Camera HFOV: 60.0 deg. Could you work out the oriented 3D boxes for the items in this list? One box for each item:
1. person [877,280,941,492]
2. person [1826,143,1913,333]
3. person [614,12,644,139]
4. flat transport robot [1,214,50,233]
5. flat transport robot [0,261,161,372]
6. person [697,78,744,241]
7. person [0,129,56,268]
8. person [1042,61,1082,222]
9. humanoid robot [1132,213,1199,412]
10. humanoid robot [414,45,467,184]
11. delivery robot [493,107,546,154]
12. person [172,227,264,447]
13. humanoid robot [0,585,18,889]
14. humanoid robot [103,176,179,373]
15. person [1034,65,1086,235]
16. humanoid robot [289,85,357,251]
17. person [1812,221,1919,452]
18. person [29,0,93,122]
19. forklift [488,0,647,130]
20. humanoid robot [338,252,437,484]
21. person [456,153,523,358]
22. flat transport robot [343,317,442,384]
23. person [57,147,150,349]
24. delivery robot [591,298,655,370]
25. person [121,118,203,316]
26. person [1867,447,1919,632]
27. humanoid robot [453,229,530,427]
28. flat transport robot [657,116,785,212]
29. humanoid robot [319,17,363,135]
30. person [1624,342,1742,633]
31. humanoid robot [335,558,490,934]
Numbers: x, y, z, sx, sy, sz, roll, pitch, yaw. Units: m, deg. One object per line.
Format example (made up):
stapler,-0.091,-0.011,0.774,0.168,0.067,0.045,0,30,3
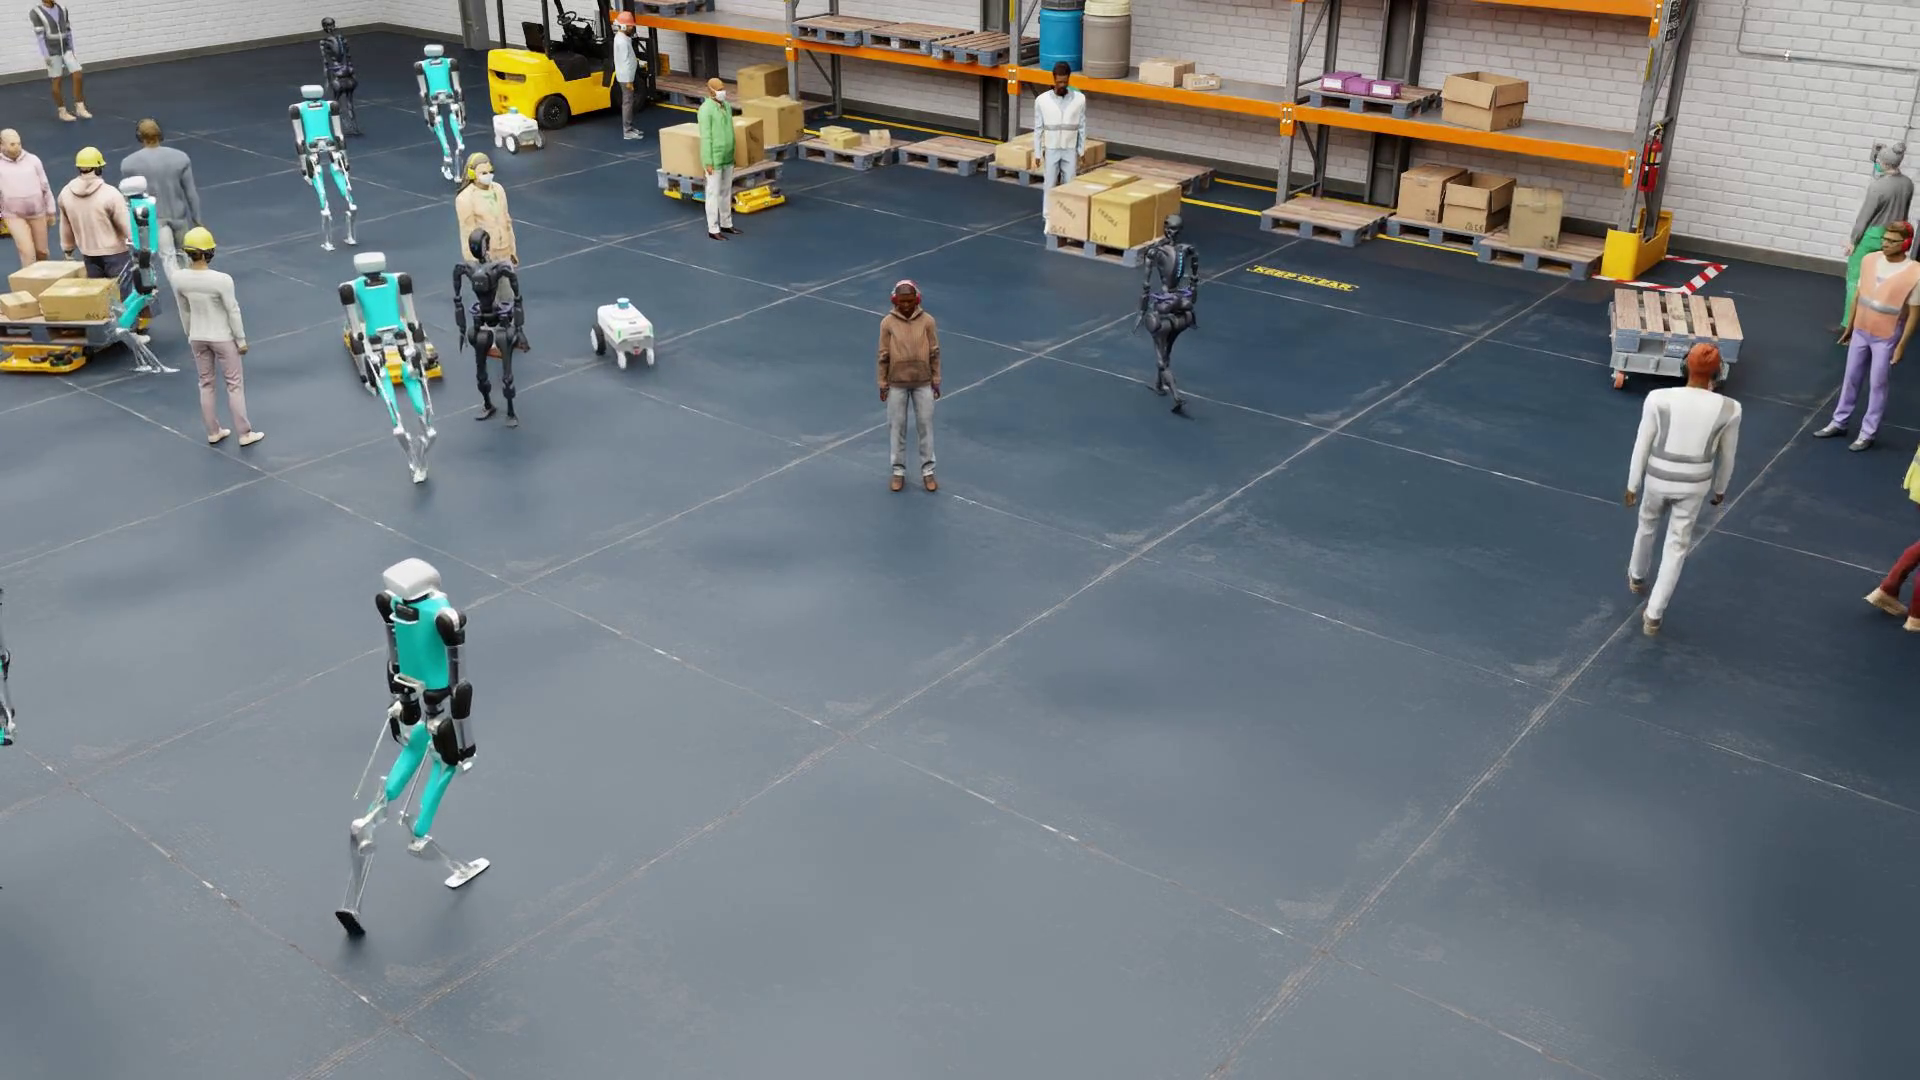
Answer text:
person,-0.379,-1.154,12.377,0.478,1.640,0.339,-2,26,-5
person,8.624,-2.829,15.635,0.580,1.838,0.337,-7,27,-13
person,-4.671,-6.542,23.427,0.352,1.737,0.576,-6,26,-12
flat transport robot,-11.336,-3.647,19.123,1.431,0.231,0.659,-7,27,-13
flat transport robot,-8.217,-1.875,15.453,0.659,0.231,1.431,2,26,4
person,-2.709,-4.287,18.709,0.384,1.783,0.544,13,29,24
person,-9.367,-3.268,16.645,0.571,1.744,0.771,-20,32,-35
person,1.189,-4.582,19.247,0.495,1.847,0.403,-12,28,-23
humanoid robot,1.780,-1.912,13.974,0.609,1.654,0.743,-13,29,-25
humanoid robot,-6.432,-5.257,20.774,0.557,1.749,0.995,-9,27,-18
delivery robot,-6.113,-5.657,22.960,0.499,0.597,0.779,-23,34,-39
person,-5.895,-1.602,13.177,0.524,1.760,0.338,5,26,10
humanoid robot,-4.875,0.965,7.994,0.734,1.880,0.561,1,26,2
humanoid robot,-7.301,-2.271,14.584,0.715,1.792,0.548,-10,27,-19
person,1.124,-4.409,18.825,0.597,1.907,0.413,-4,26,-7
humanoid robot,-6.917,-4.052,18.237,0.535,1.752,0.737,-16,30,-30
person,7.226,-1.608,13.086,0.393,1.846,0.562,-11,28,-21
person,-13.153,-7.136,24.331,0.678,2.024,0.616,14,29,27
forklift,-5.874,-7.334,24.552,1.214,2.155,2.313,19,32,34
humanoid robot,-4.208,-1.220,12.429,0.558,1.770,0.767,-13,29,-25
person,-4.282,-2.587,15.096,0.391,1.864,0.568,15,30,29
flat transport robot,-5.197,-1.740,15.174,0.659,0.231,1.431,-12,28,-23
person,-7.851,-2.653,15.245,0.821,1.855,0.431,2,26,4
delivery robot,-3.059,-1.914,15.198,0.499,0.589,0.784,-12,28,-24
person,-7.789,-3.171,16.287,0.638,1.889,1.022,-19,32,-34
person,6.127,-0.238,10.345,0.457,1.766,0.485,6,26,12
humanoid robot,-3.799,-1.735,13.553,0.595,1.646,0.342,1,26,2
flat transport robot,-2.905,-4.269,20.411,1.431,0.231,0.659,18,31,33
humanoid robot,-8.737,-6.544,23.504,0.348,1.637,0.585,9,27,19
person,4.561,-0.397,10.576,0.594,1.840,0.944,9,27,19
humanoid robot,-2.688,1.041,7.753,0.540,1.781,0.918,16,30,30
